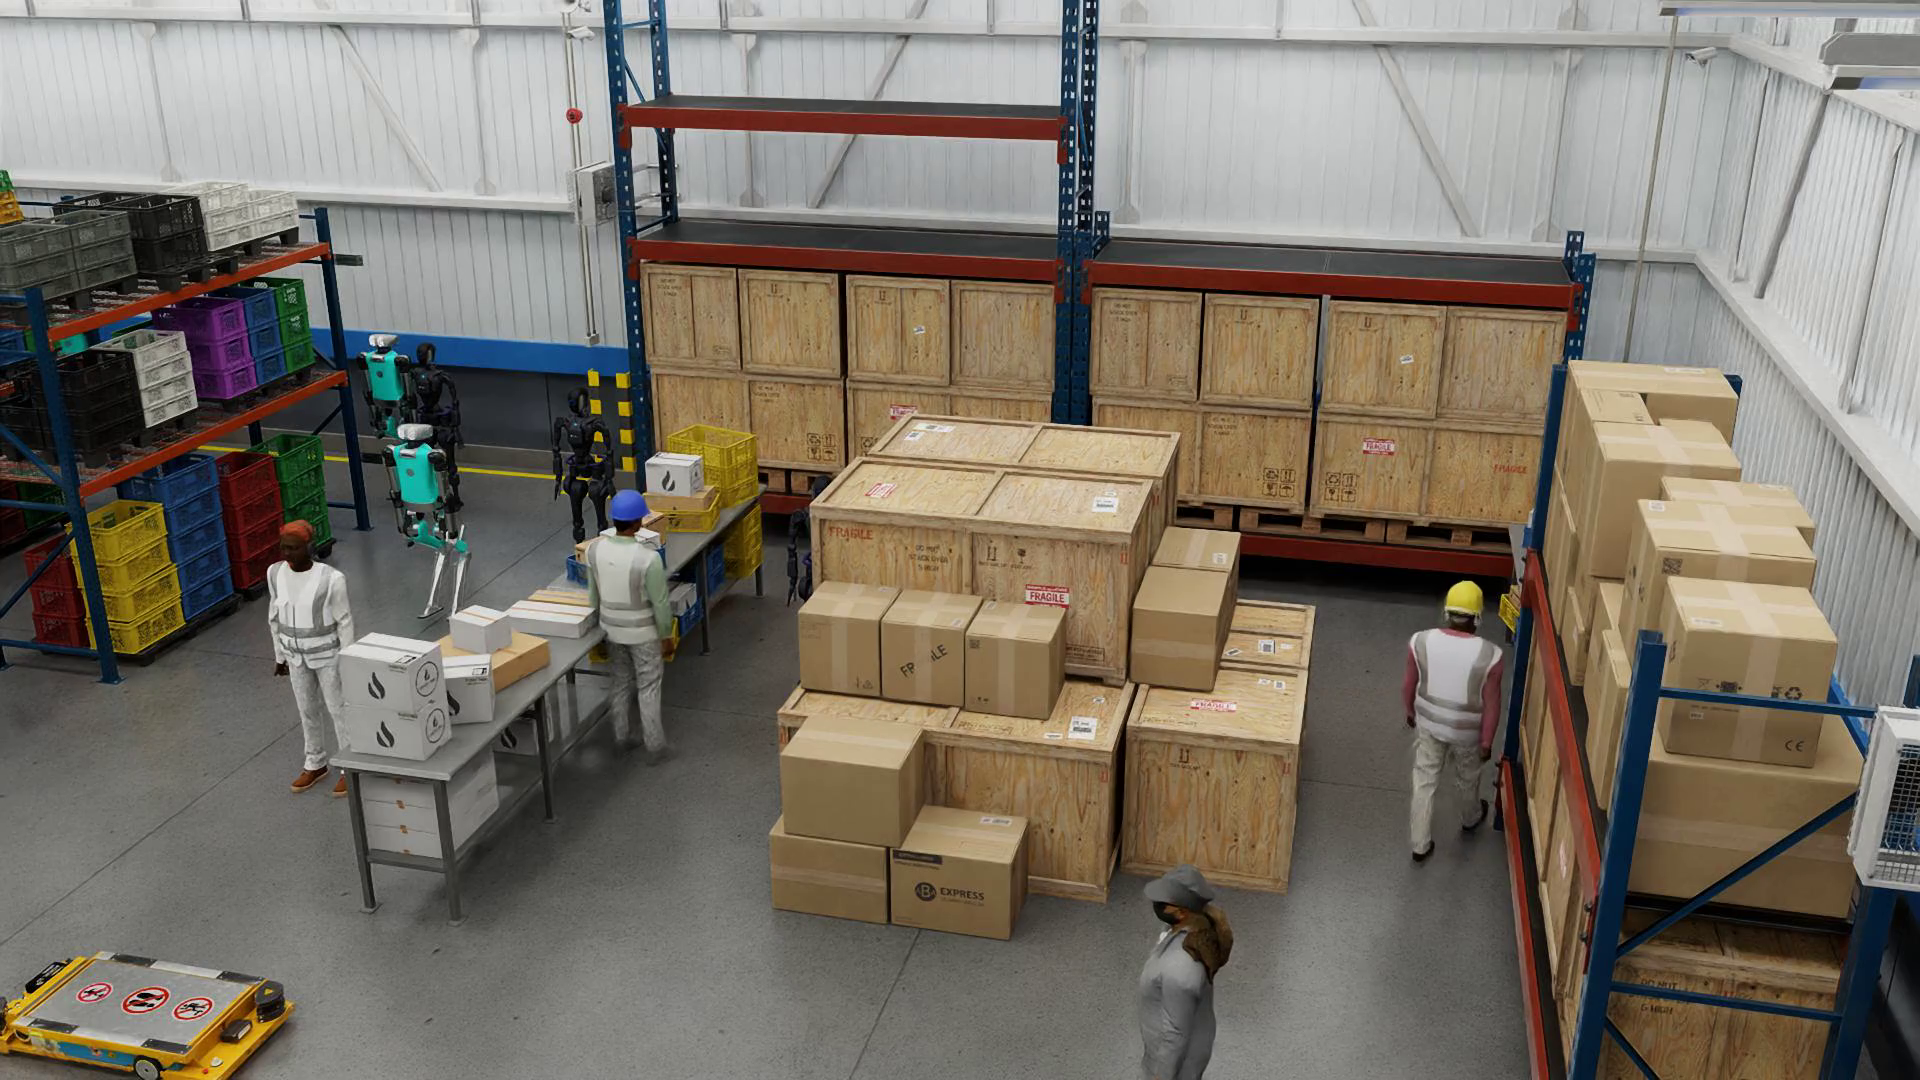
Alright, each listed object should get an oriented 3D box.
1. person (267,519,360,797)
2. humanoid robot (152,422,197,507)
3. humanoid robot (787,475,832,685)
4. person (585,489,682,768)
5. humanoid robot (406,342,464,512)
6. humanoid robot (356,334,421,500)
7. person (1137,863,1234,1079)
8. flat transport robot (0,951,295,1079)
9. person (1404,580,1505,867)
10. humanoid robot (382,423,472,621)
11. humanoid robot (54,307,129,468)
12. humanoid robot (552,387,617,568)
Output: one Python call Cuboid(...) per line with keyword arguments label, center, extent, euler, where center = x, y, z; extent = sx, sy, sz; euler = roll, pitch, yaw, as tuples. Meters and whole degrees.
Cuboid(label="person", center=(-4.193, 0.766, 10.780), extent=(0.579, 1.884, 0.353), euler=(5, 21, 13))
Cuboid(label="humanoid robot", center=(-7.513, -1.051, 15.800), extent=(0.599, 1.659, 0.315), euler=(5, 22, 13))
Cuboid(label="humanoid robot", center=(-0.983, 0.309, 12.240), extent=(0.599, 1.659, 0.315), euler=(5, 22, 13))
Cuboid(label="person", center=(-2.186, 0.592, 11.147), extent=(0.613, 1.945, 0.402), euler=(10, 23, 23))
Cuboid(label="humanoid robot", center=(-5.003, -1.079, 15.873), extent=(0.599, 1.659, 0.315), euler=(5, 22, 13))
Cuboid(label="humanoid robot", center=(-5.337, -1.218, 15.988), extent=(0.533, 1.677, 0.735), euler=(5, 22, 13))
Cuboid(label="person", center=(0.957, 2.187, 7.222), extent=(0.397, 1.769, 0.568), euler=(5, 21, 13))
Cuboid(label="flat transport robot", center=(-4.270, 2.464, 8.601), extent=(1.431, 0.231, 0.659), euler=(5, 22, 13))
Cuboid(label="person", center=(3.008, 1.066, 10.113), extent=(0.604, 1.792, 0.807), euler=(13, 24, 30))
Cuboid(label="humanoid robot", center=(-4.165, -0.192, 13.304), extent=(0.533, 1.677, 0.735), euler=(5, 22, 13))
Cuboid(label="humanoid robot", center=(-8.976, -1.598, 17.177), extent=(0.531, 1.781, 0.788), euler=(-2, 21, -6))
Cuboid(label="humanoid robot", center=(-3.243, -0.530, 14.438), extent=(0.599, 1.657, 0.315), euler=(5, 22, 13))
